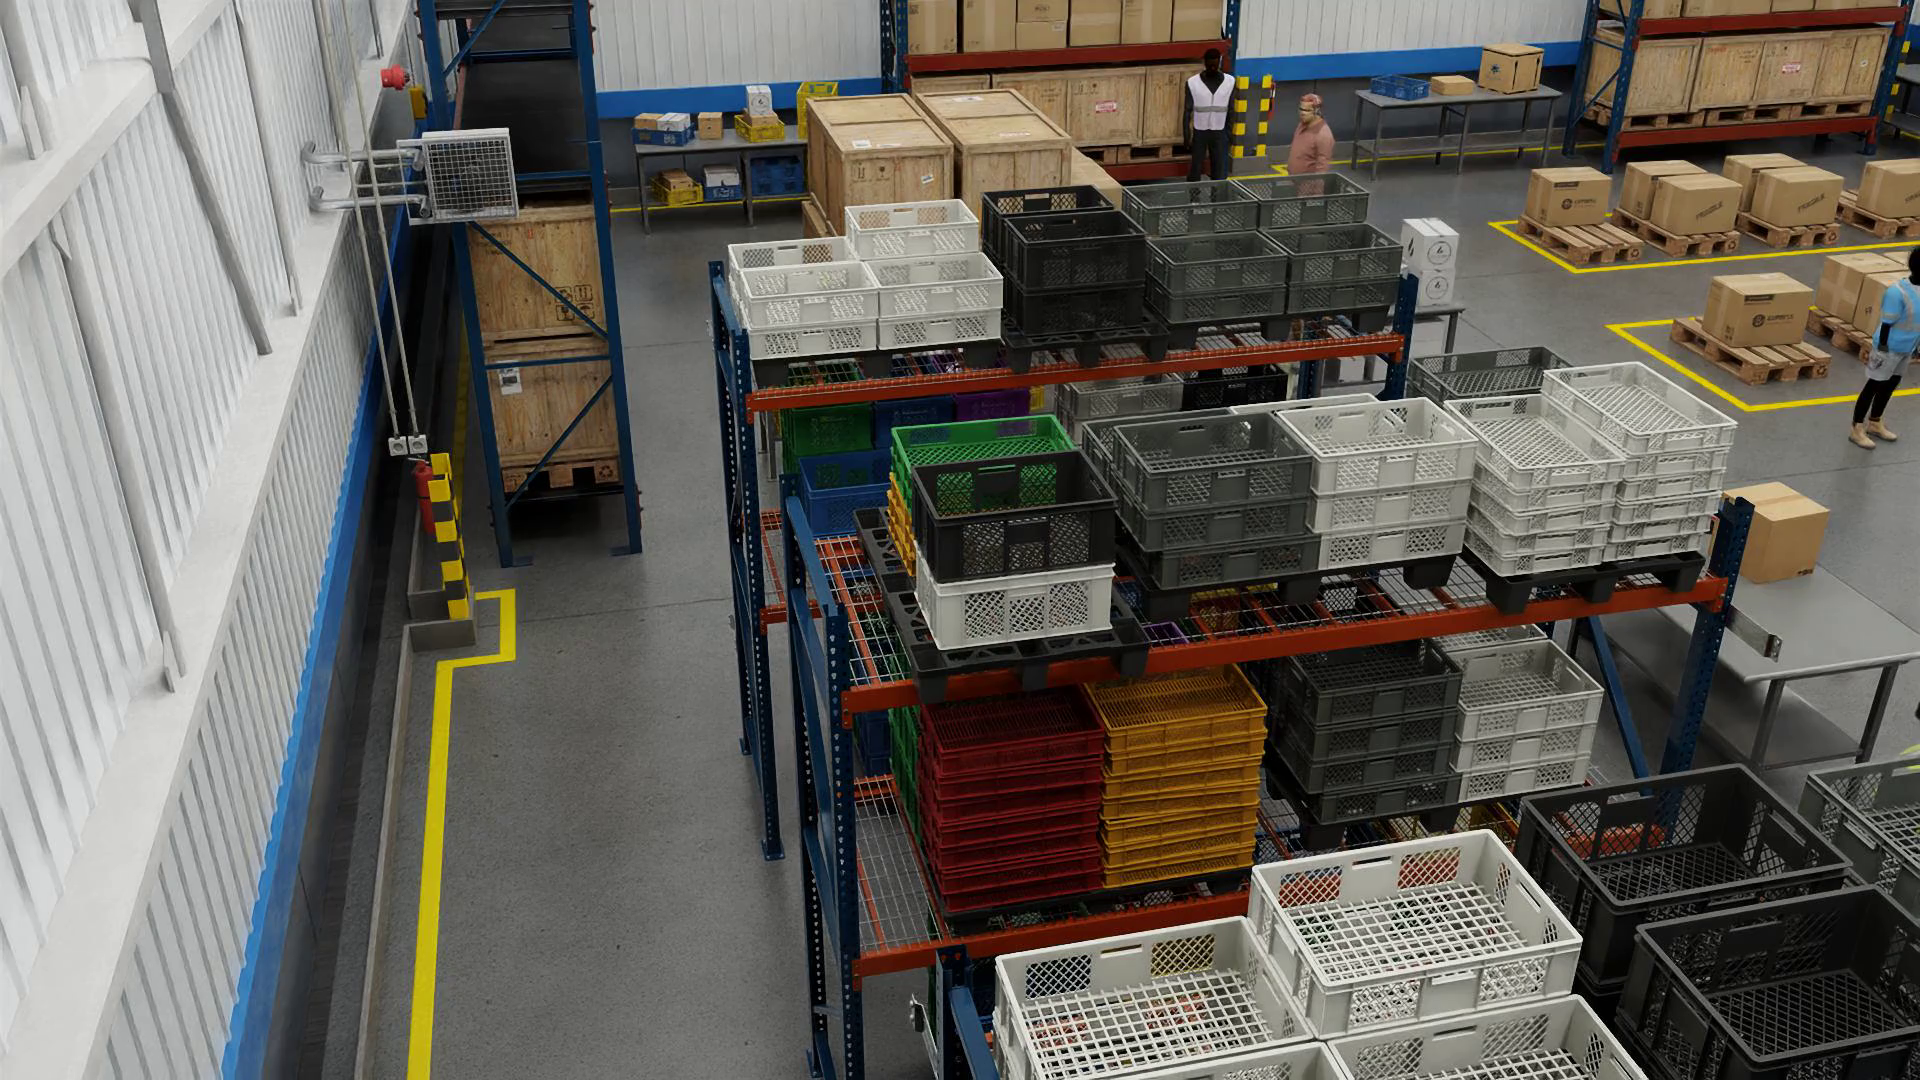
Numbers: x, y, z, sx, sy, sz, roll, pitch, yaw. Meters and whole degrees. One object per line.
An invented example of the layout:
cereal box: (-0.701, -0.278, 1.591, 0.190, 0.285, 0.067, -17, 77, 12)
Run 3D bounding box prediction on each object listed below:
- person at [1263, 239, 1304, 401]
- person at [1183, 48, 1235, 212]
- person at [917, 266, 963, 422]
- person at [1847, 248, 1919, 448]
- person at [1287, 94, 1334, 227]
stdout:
person: (2.604, -1.557, 13.266, 0.329, 1.874, 0.518, -8, 29, -14)
person: (2.866, -4.737, 19.267, 0.598, 1.907, 0.398, -3, 28, -6)
person: (-0.154, -1.167, 12.512, 0.340, 1.883, 0.586, 9, 29, 16)
person: (7.608, -1.576, 13.494, 0.586, 1.688, 0.329, -16, 32, -28)
person: (3.576, -3.670, 17.254, 0.395, 1.899, 0.660, -5, 28, -10)
